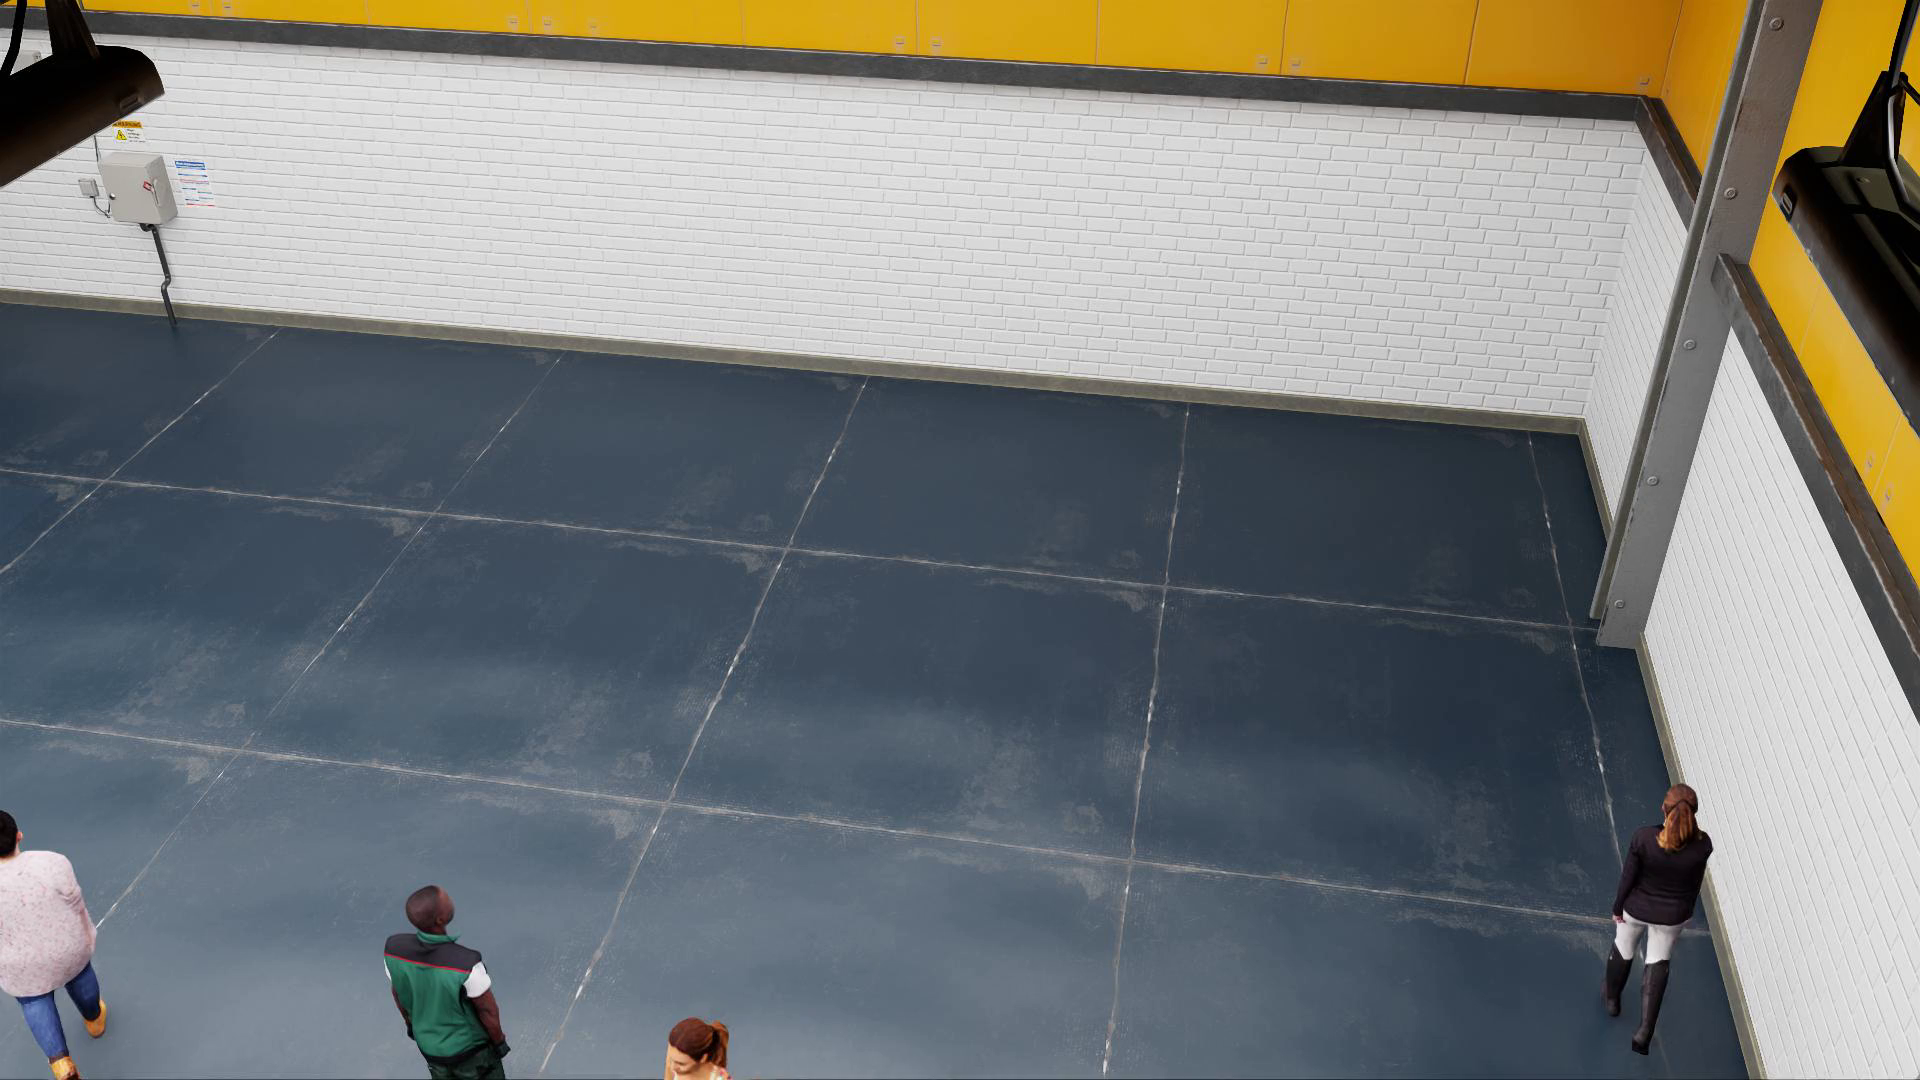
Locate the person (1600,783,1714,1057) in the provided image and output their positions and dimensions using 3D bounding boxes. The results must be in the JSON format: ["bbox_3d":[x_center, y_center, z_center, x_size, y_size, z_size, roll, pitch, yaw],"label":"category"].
[{"bbox_3d":[3.642,2.020,8.733,0.592,1.713,0.919,7,34,11],"label":"person"}]

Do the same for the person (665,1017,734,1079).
[{"bbox_3d":[-1.059,2.742,7.612,0.966,1.753,1.170,26,41,33],"label":"person"}]

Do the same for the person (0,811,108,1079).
[{"bbox_3d":[-4.757,2.118,8.576,1.014,1.724,1.099,-17,37,-24],"label":"person"}]

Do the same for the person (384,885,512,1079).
[{"bbox_3d":[-2.448,2.391,8.064,0.699,1.837,0.602,8,35,12],"label":"person"}]
